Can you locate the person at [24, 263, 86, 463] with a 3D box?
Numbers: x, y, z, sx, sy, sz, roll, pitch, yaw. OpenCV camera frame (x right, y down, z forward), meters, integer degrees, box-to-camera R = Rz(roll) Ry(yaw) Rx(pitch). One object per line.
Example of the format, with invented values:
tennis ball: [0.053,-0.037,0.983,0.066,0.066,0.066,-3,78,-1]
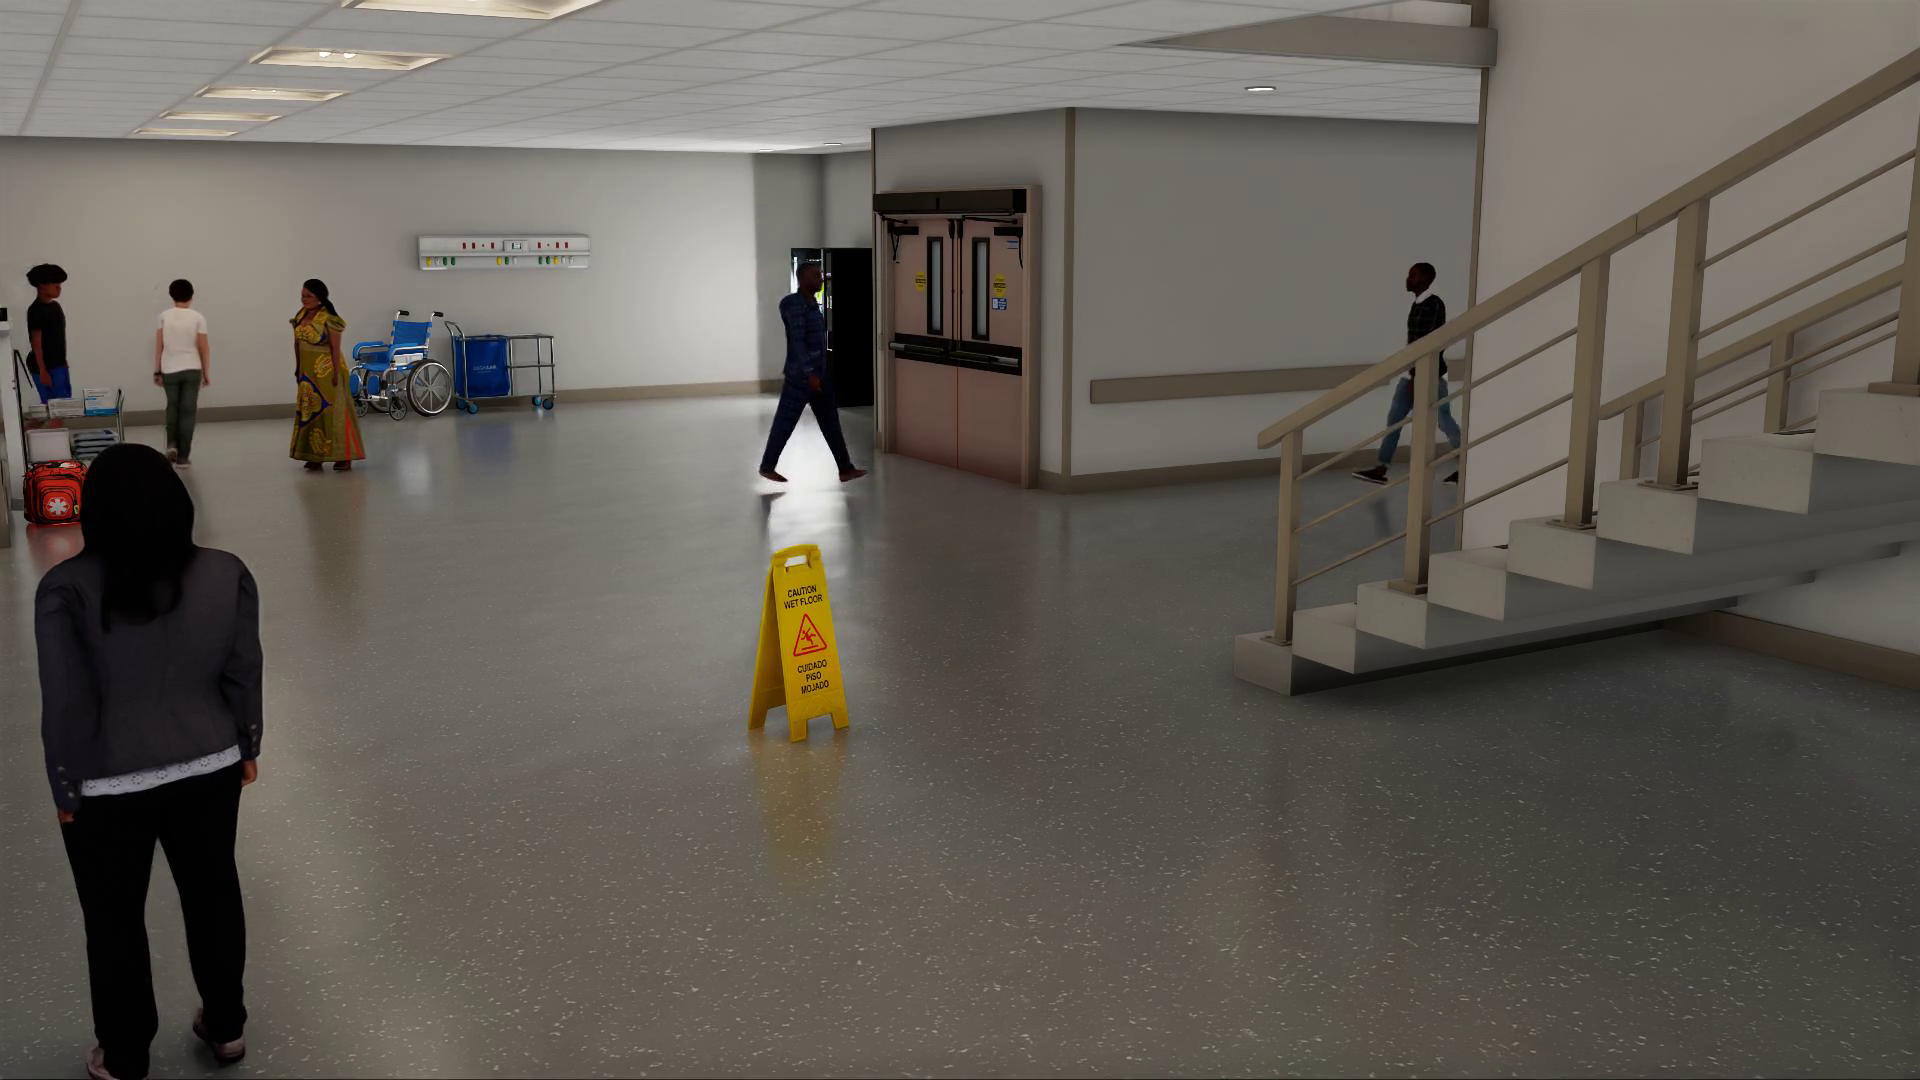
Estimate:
person: [-8.085,-1.526,14.603,0.957,1.767,0.969,-1,11,-7]

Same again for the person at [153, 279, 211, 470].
person: [-6.767,-1.427,14.441,0.699,1.632,0.747,-3,11,-17]

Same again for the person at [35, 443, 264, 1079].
person: [-1.987,0.557,4.091,0.741,1.594,0.740,10,15,43]

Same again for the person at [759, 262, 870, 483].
person: [-1.336,-1.313,13.451,1.289,1.777,1.148,5,12,23]

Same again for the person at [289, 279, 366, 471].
person: [-5.543,-1.438,14.439,0.998,1.654,1.074,4,11,18]

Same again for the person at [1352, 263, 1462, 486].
person: [3.803,-1.266,13.240,0.983,1.765,1.264,-2,11,-11]
